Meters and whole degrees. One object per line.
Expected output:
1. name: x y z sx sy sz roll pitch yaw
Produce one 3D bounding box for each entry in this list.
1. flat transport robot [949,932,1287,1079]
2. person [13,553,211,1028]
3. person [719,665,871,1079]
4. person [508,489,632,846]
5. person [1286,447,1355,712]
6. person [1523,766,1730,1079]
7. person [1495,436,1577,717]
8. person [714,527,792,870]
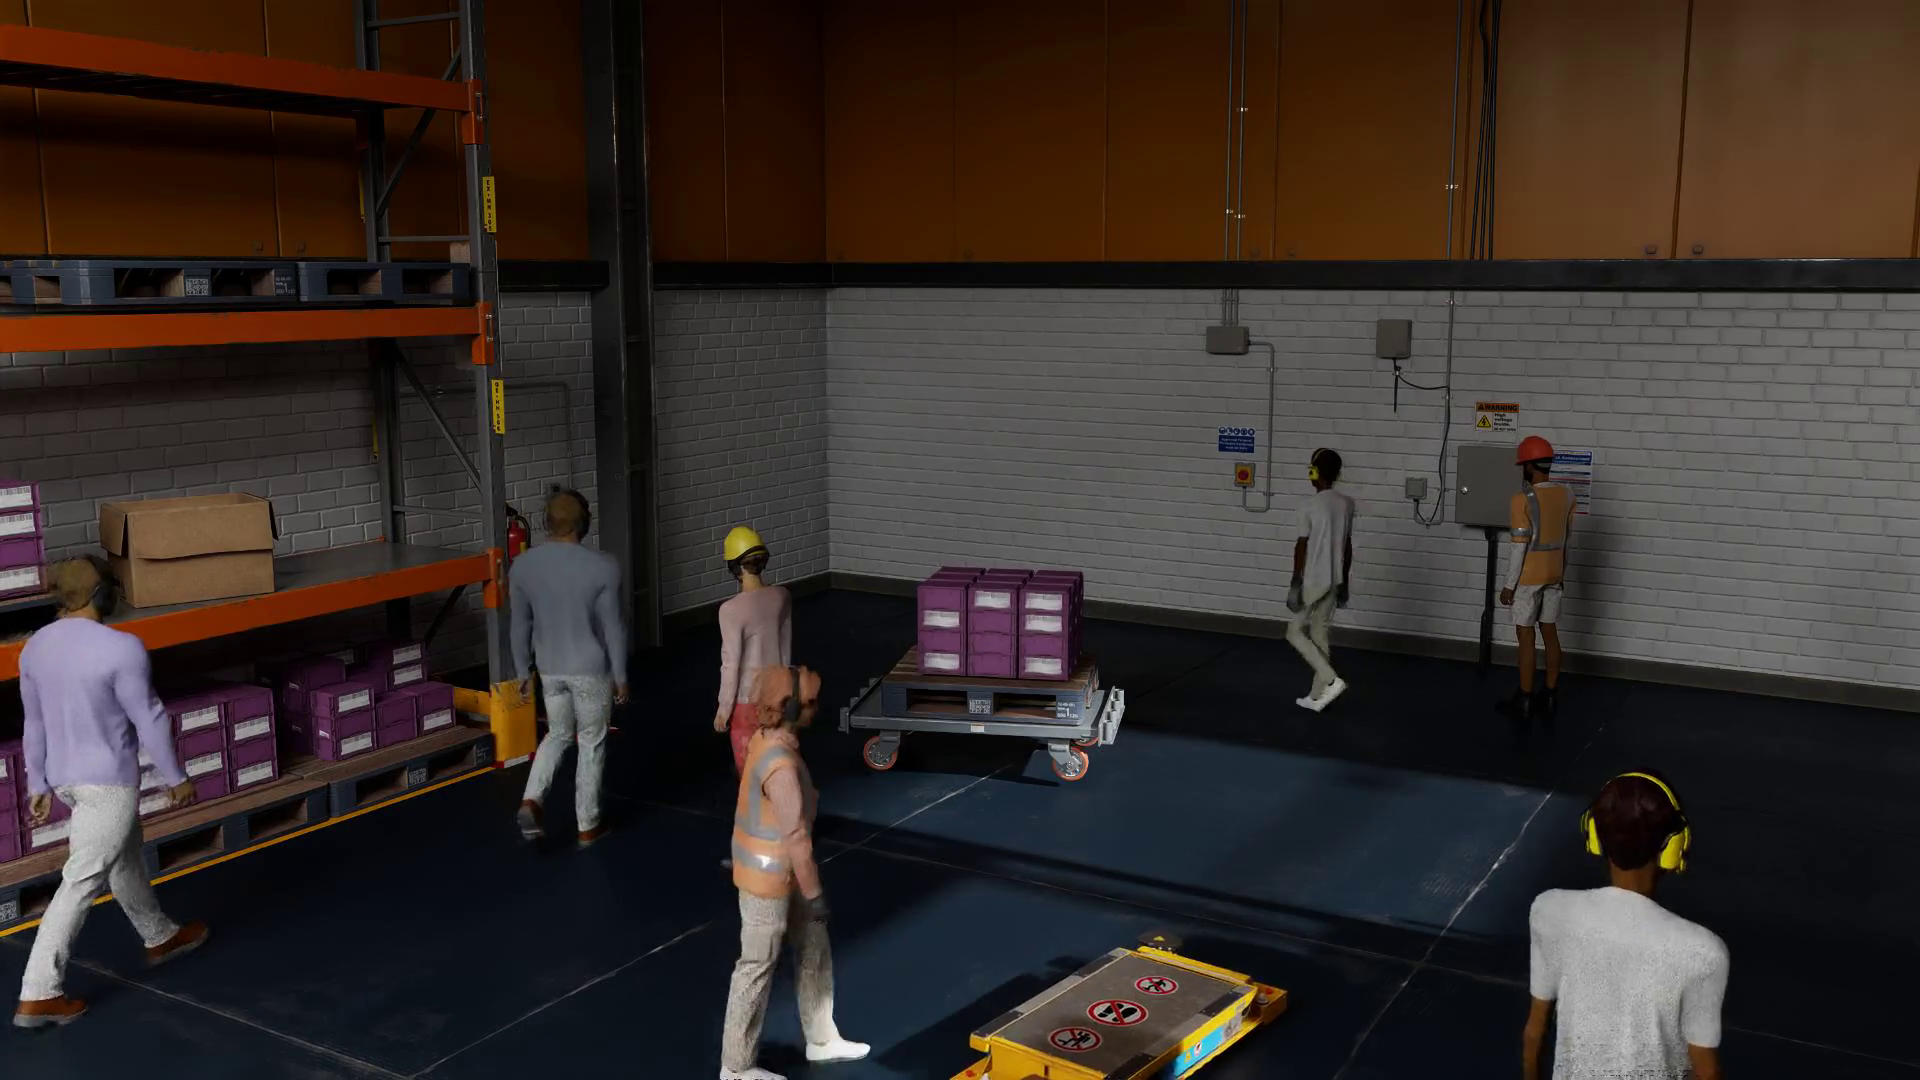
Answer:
1. flat transport robot: 0.642 1.878 6.406 0.652 0.197 1.431 7 11 37
2. person: -3.593 0.998 6.903 0.647 1.892 1.034 5 10 27
3. person: -0.588 1.255 6.137 0.703 1.613 0.520 -1 9 -7
4. person: -2.039 0.695 8.657 0.633 1.923 0.586 3 9 16
5. person: 2.473 0.295 11.375 0.536 1.848 0.470 -5 11 -30
6. person: 1.583 1.469 4.026 0.666 1.851 0.544 -8 12 -39
7. person: 3.932 0.250 11.416 0.543 1.928 0.373 -5 10 -27
8. person: -1.055 0.807 8.466 0.327 1.760 0.523 6 11 33
